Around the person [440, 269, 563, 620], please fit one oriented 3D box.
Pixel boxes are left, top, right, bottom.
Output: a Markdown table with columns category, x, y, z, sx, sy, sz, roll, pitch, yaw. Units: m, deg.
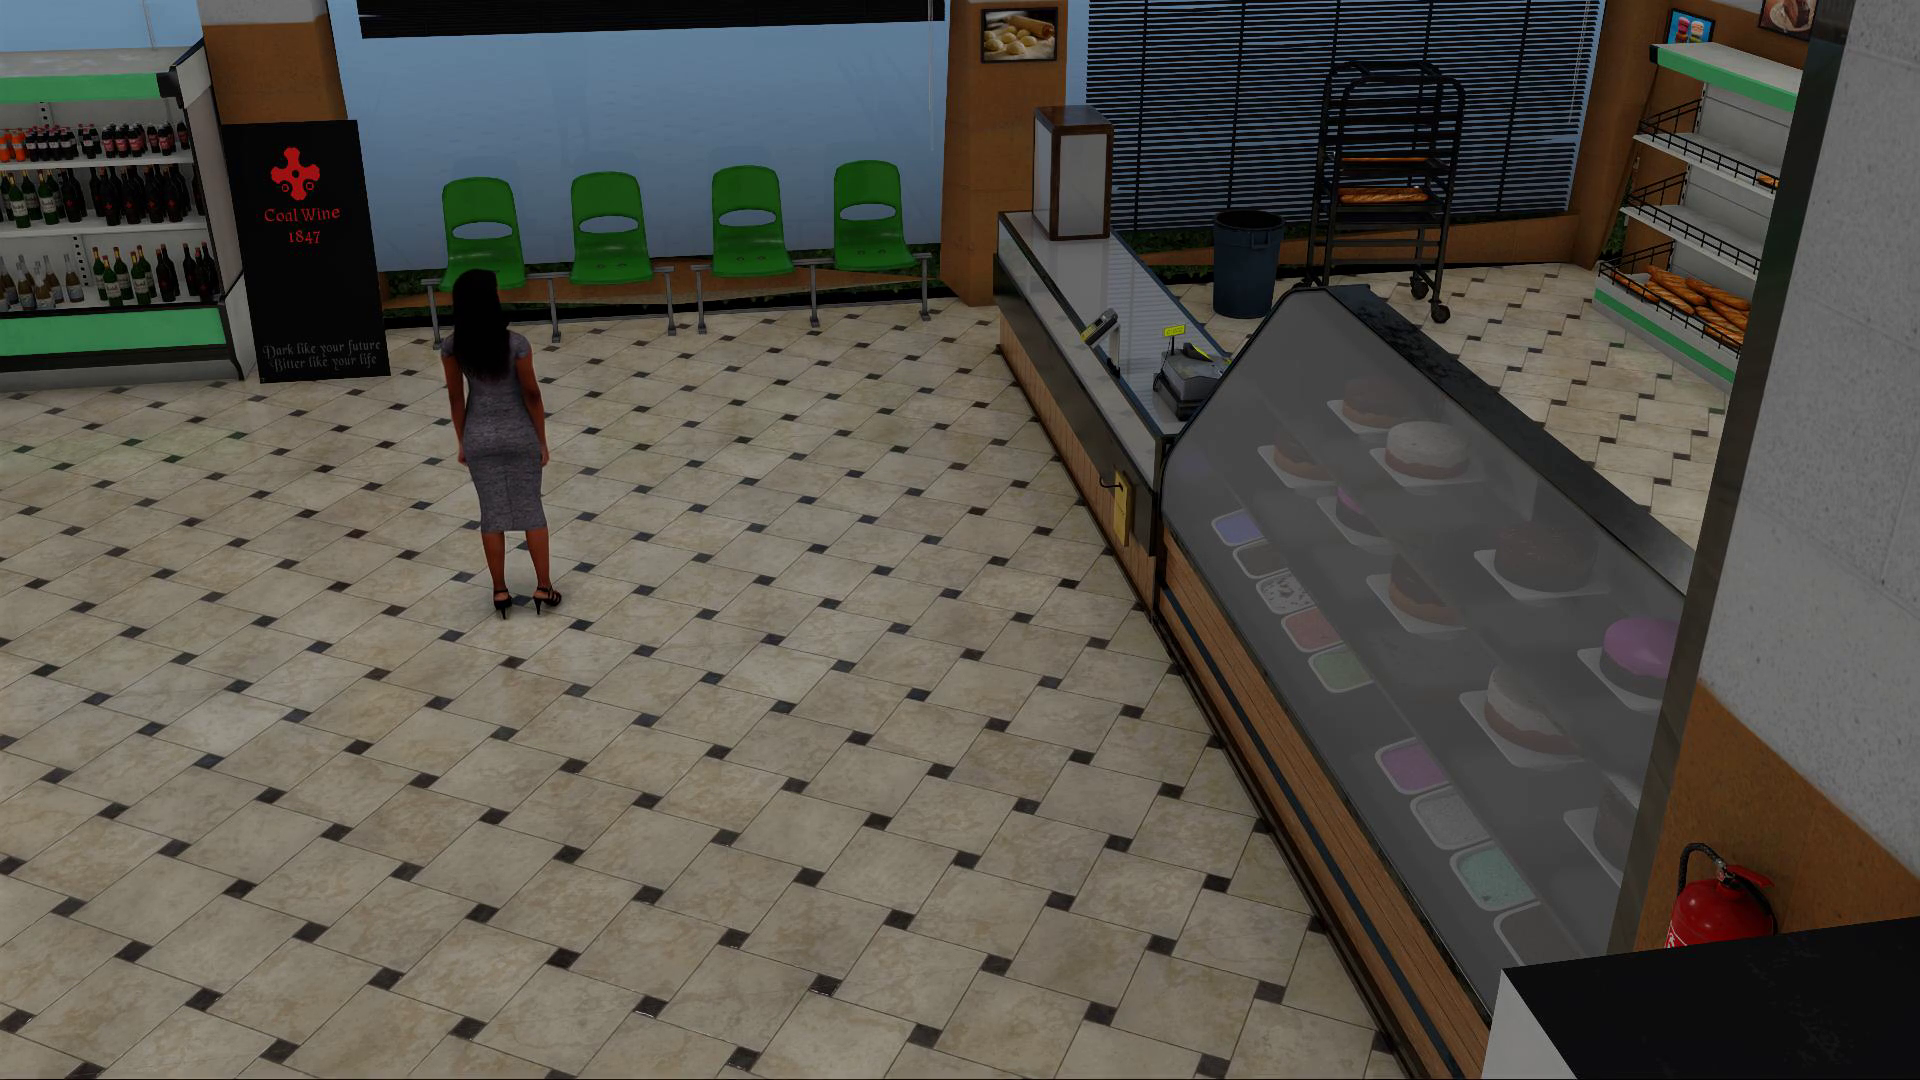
| category | x | y | z | sx | sy | sz | roll | pitch | yaw |
| --- | --- | --- | --- | --- | --- | --- | --- | --- | --- |
| person | -2.221 | -0.449 | 8.062 | 0.493 | 1.780 | 0.672 | -2 | 27 | -3 |
